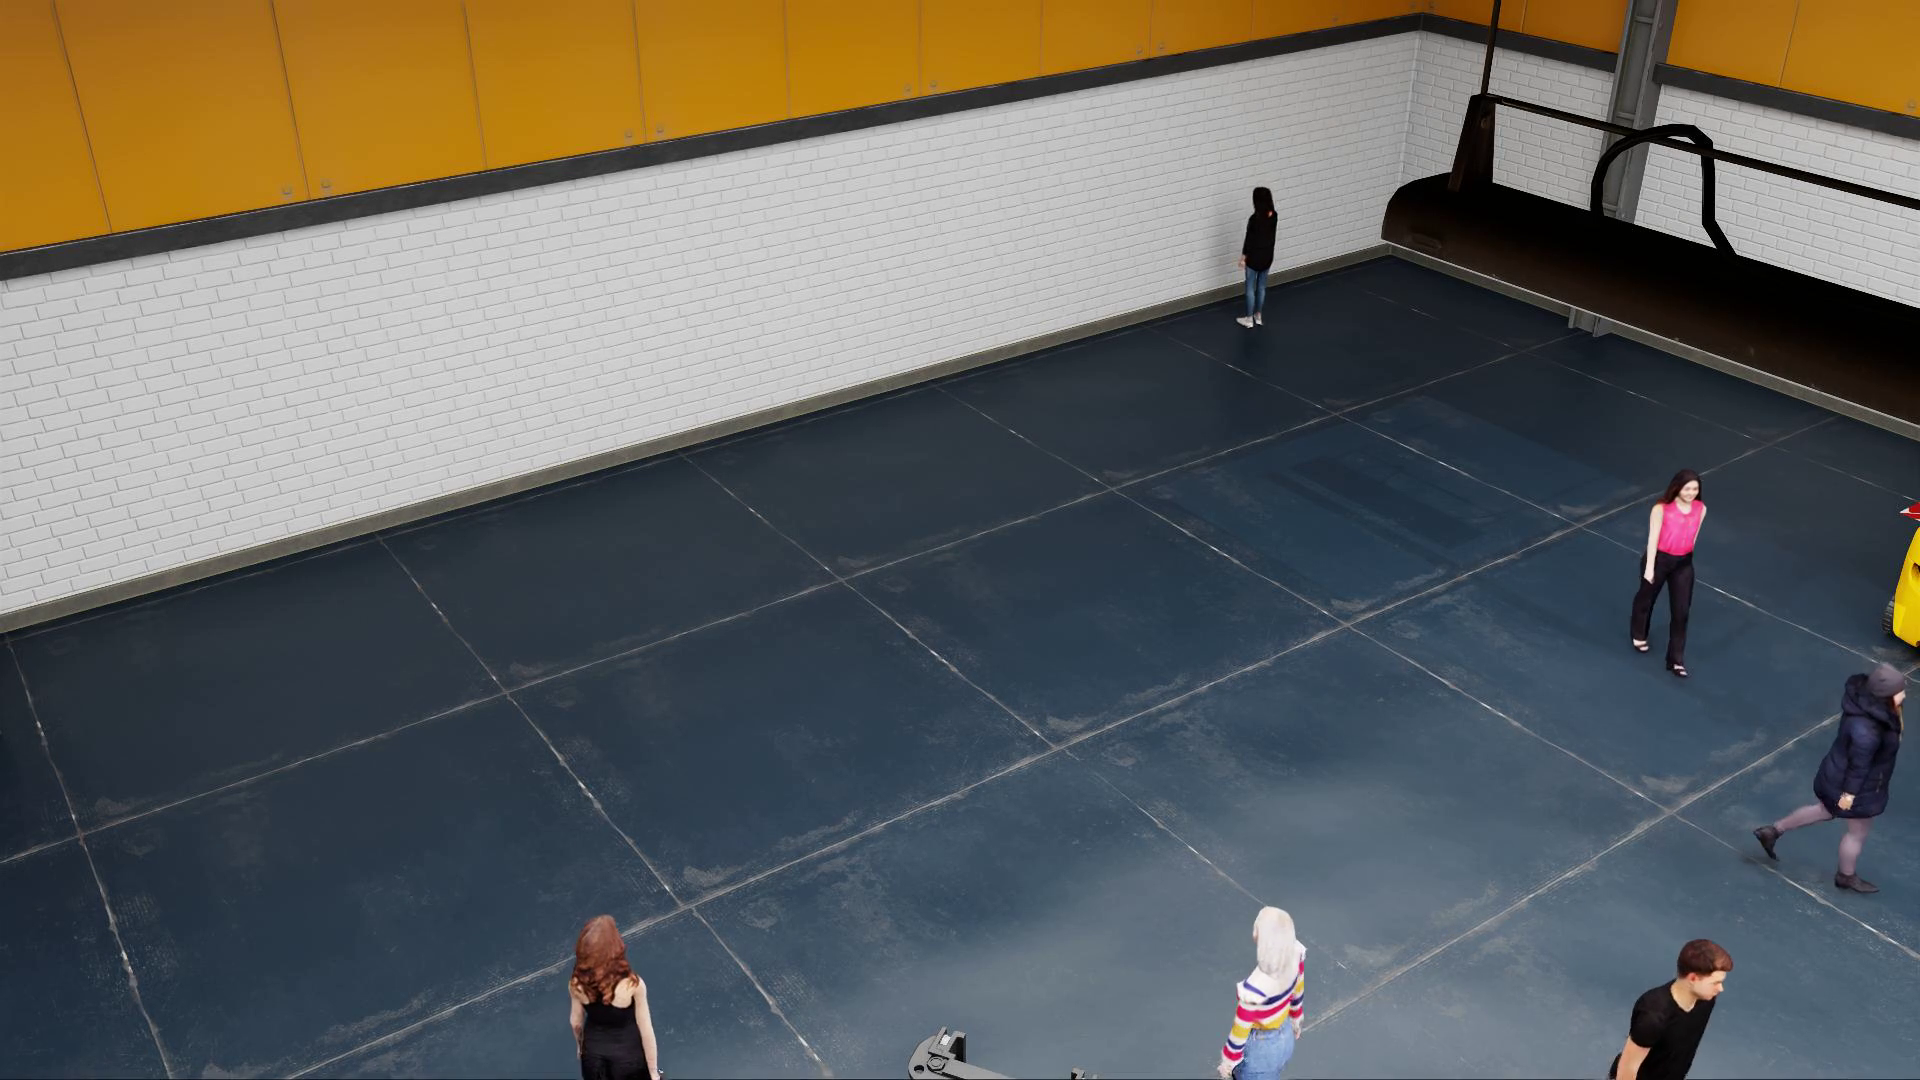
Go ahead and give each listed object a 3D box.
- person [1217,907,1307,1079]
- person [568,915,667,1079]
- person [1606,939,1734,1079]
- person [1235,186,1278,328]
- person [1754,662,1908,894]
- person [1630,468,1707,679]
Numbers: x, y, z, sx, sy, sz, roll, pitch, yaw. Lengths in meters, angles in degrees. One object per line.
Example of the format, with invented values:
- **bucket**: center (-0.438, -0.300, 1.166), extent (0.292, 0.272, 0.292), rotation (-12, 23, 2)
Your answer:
- **person**: center (1.580, 2.563, 8.275), extent (0.705, 1.797, 0.732), rotation (23, 36, 35)
- **person**: center (-1.722, 2.650, 8.218), extent (1.028, 1.699, 1.191), rotation (0, 29, 0)
- **person**: center (3.292, 2.611, 8.149), extent (0.804, 1.834, 1.013), rotation (-12, 31, -21)
- **person**: center (3.426, -3.263, 19.117), extent (0.623, 1.643, 0.557), rotation (-11, 31, -20)
- **person**: center (5.514, 1.464, 10.435), extent (1.130, 1.658, 0.988), rotation (11, 30, 19)
- **person**: center (5.414, 0.178, 12.824), extent (0.864, 1.628, 1.026), rotation (-2, 29, -4)
